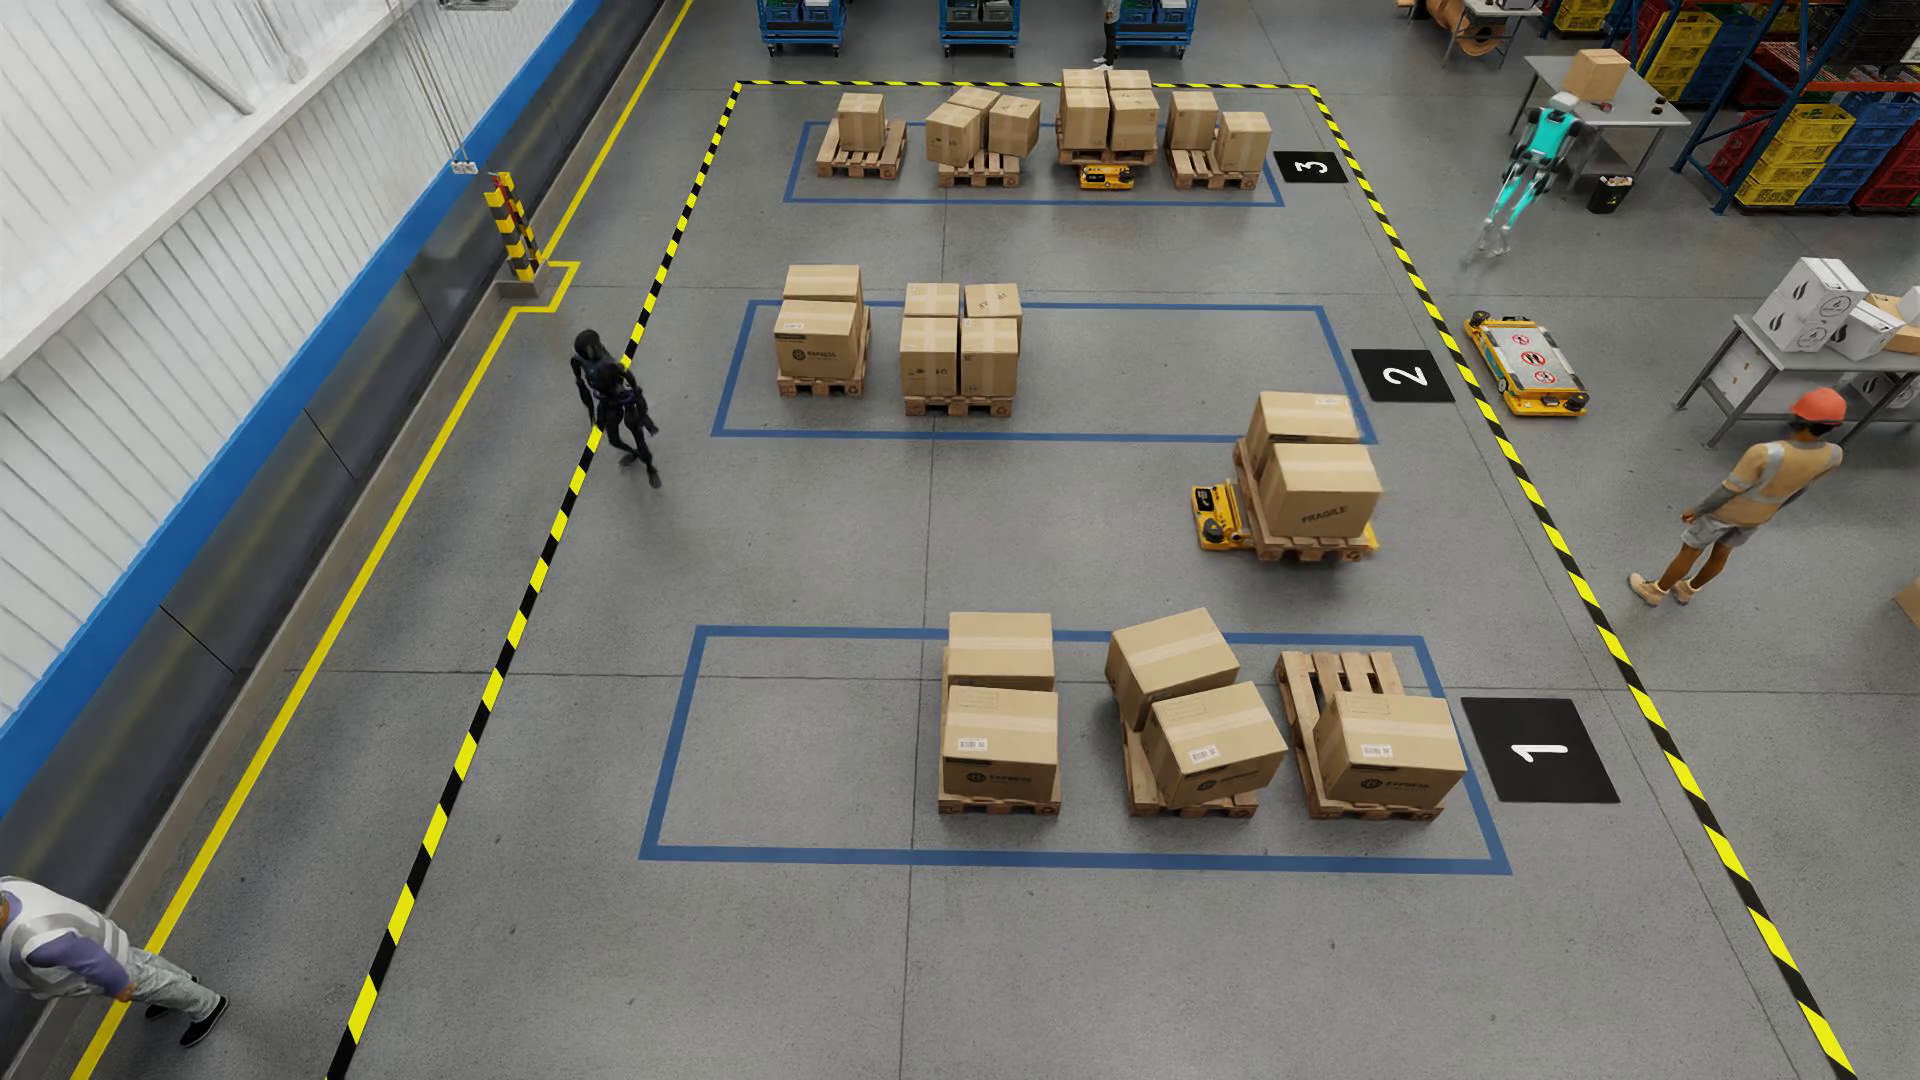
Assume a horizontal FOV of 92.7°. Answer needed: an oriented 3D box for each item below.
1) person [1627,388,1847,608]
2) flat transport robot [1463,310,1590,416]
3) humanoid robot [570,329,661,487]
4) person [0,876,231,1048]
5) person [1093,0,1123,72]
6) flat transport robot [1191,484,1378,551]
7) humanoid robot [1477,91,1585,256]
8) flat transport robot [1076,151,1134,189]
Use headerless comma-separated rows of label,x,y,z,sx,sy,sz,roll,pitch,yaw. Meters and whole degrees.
person,5.569,-0.242,6.578,0.604,2.034,0.386,-1,49,-1
flat transport robot,5.573,-1.757,9.054,0.659,0.231,1.431,1,49,1
humanoid robot,-2.799,-1.112,7.569,0.611,1.644,0.475,11,50,9
person,-4.449,2.137,4.649,0.599,1.831,0.404,23,53,18
person,2.142,-7.760,13.203,0.397,1.850,0.597,5,49,4
flat transport robot,2.718,-0.220,7.705,1.431,0.197,0.652,1,49,1
humanoid robot,5.987,-3.823,9.782,0.735,1.677,0.533,-36,58,-27
flat transport robot,1.845,-4.982,11.827,0.652,0.197,1.431,1,49,1
